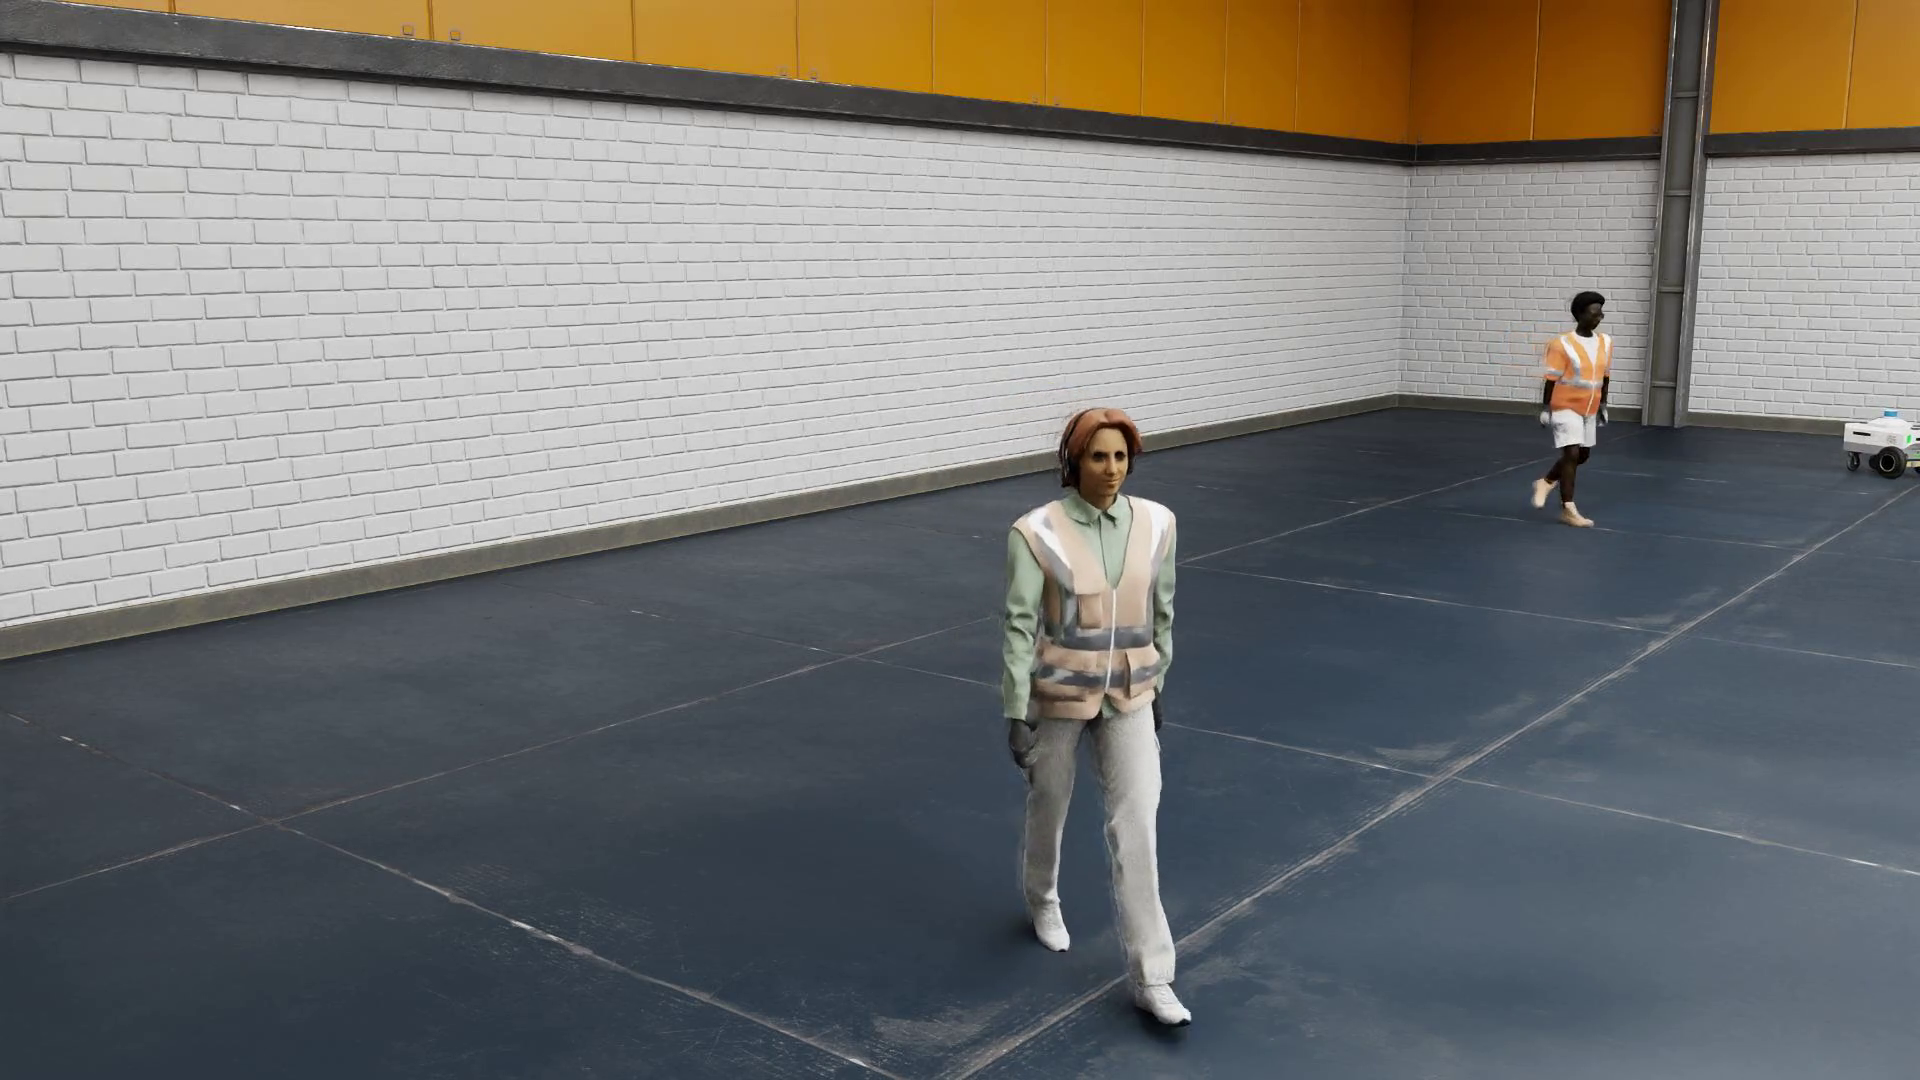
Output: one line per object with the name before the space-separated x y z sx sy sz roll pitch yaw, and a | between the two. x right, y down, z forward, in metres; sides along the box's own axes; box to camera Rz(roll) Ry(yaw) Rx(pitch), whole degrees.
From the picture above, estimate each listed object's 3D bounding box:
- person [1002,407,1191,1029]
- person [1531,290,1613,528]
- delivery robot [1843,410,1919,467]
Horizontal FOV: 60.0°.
person | 0.352 0.434 4.460 0.531 1.583 0.884 -3 11 -17
person | 4.334 -0.952 11.906 0.542 1.675 0.673 -5 11 -24
delivery robot | 8.020 -0.881 14.373 0.477 0.478 0.707 -4 11 -20
